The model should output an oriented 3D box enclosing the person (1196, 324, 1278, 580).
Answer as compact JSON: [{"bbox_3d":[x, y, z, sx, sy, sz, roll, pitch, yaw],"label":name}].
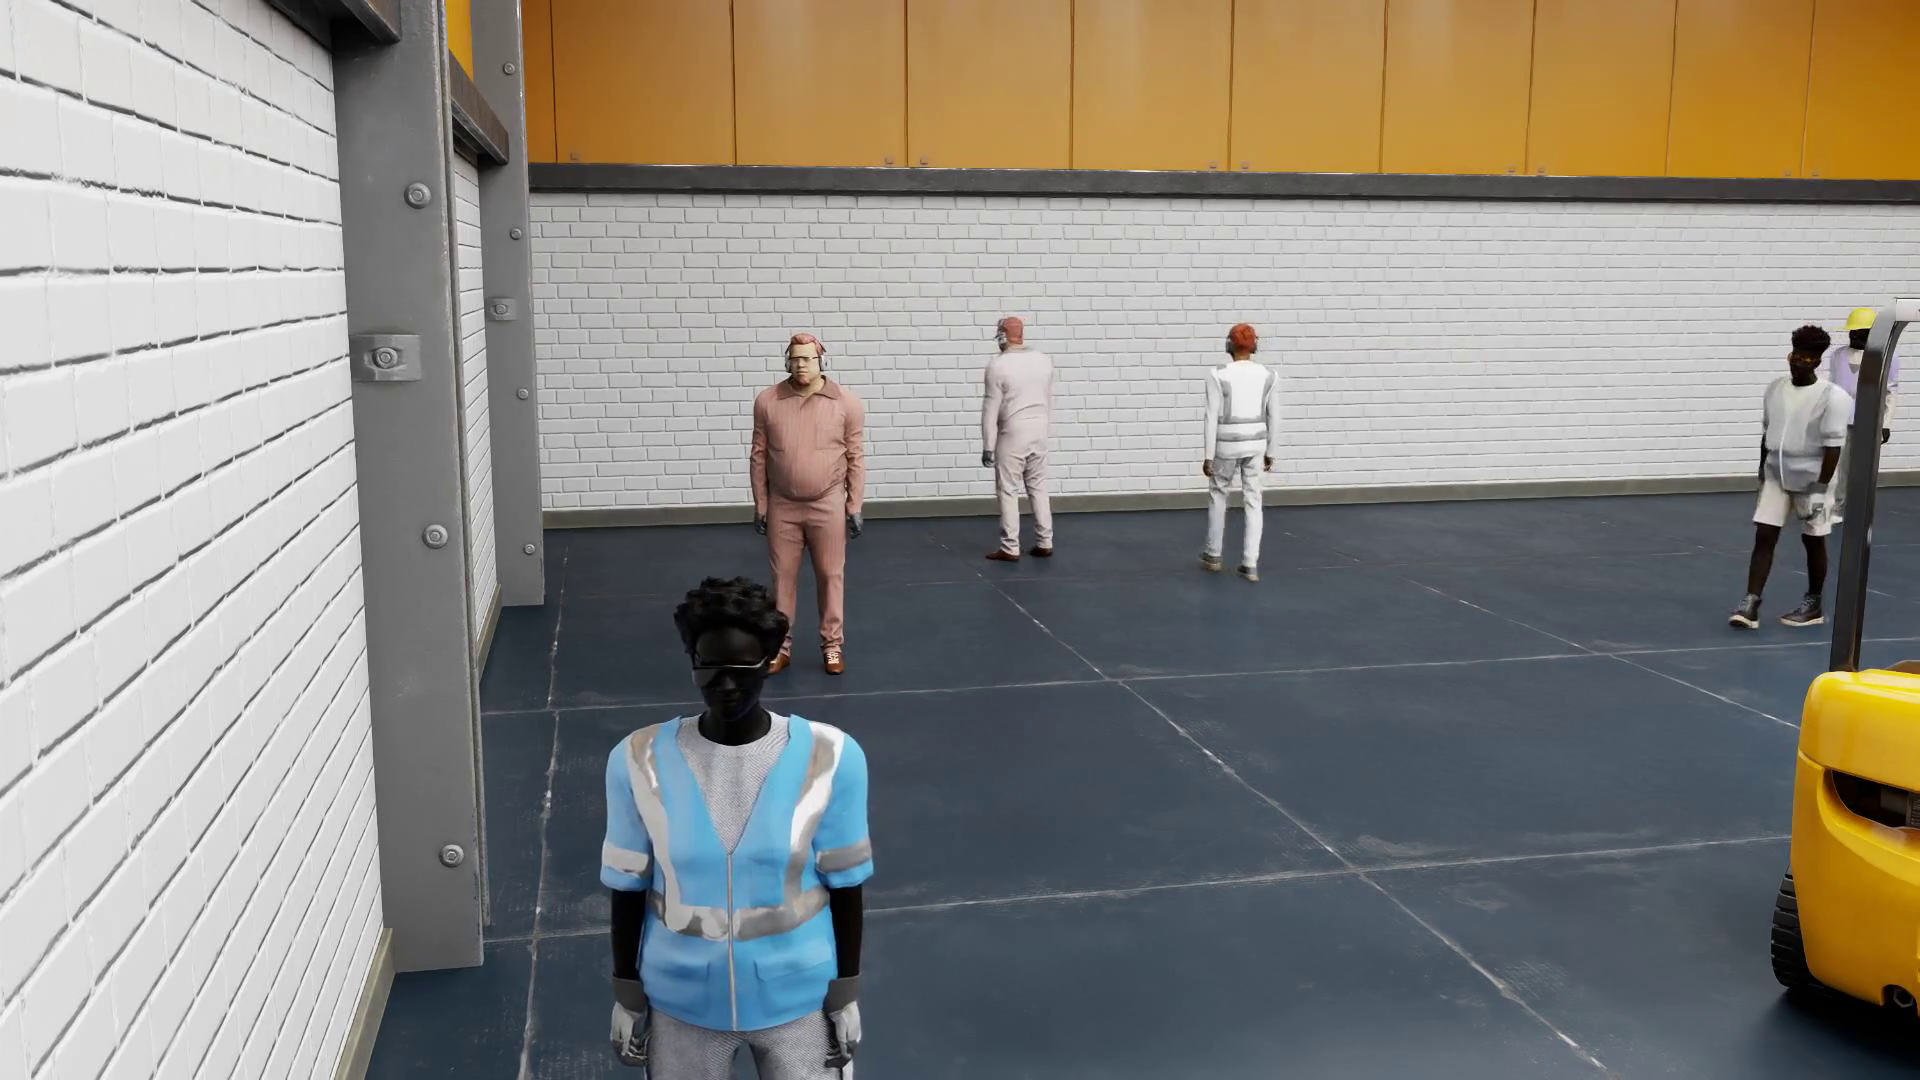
[{"bbox_3d":[2.032,-0.667,12.309,0.596,1.850,0.830,-2,9,-10],"label":"person"}]

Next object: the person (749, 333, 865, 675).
[{"bbox_3d":[-0.852,-0.192,9.253,0.640,1.910,0.401,0,9,3],"label":"person"}]

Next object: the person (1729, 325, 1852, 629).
[{"bbox_3d":[5.157,-0.370,10.307,0.908,1.911,0.632,-5,11,-30],"label":"person"}]

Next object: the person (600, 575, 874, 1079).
[{"bbox_3d":[-0.435,0.895,3.281,0.534,1.692,0.320,0,9,-1],"label":"person"}]

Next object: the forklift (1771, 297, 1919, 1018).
[{"bbox_3d":[3.542,0.334,5.177,2.313,2.155,1.214,-9,13,-43],"label":"forklift"}]

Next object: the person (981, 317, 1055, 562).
[{"bbox_3d":[0.443,-0.767,12.829,0.674,1.887,0.441,-7,12,-37],"label":"person"}]

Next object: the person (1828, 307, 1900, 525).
[{"bbox_3d":[7.780,-1.048,14.419,0.383,1.923,0.590,-7,11,-35],"label":"person"}]
